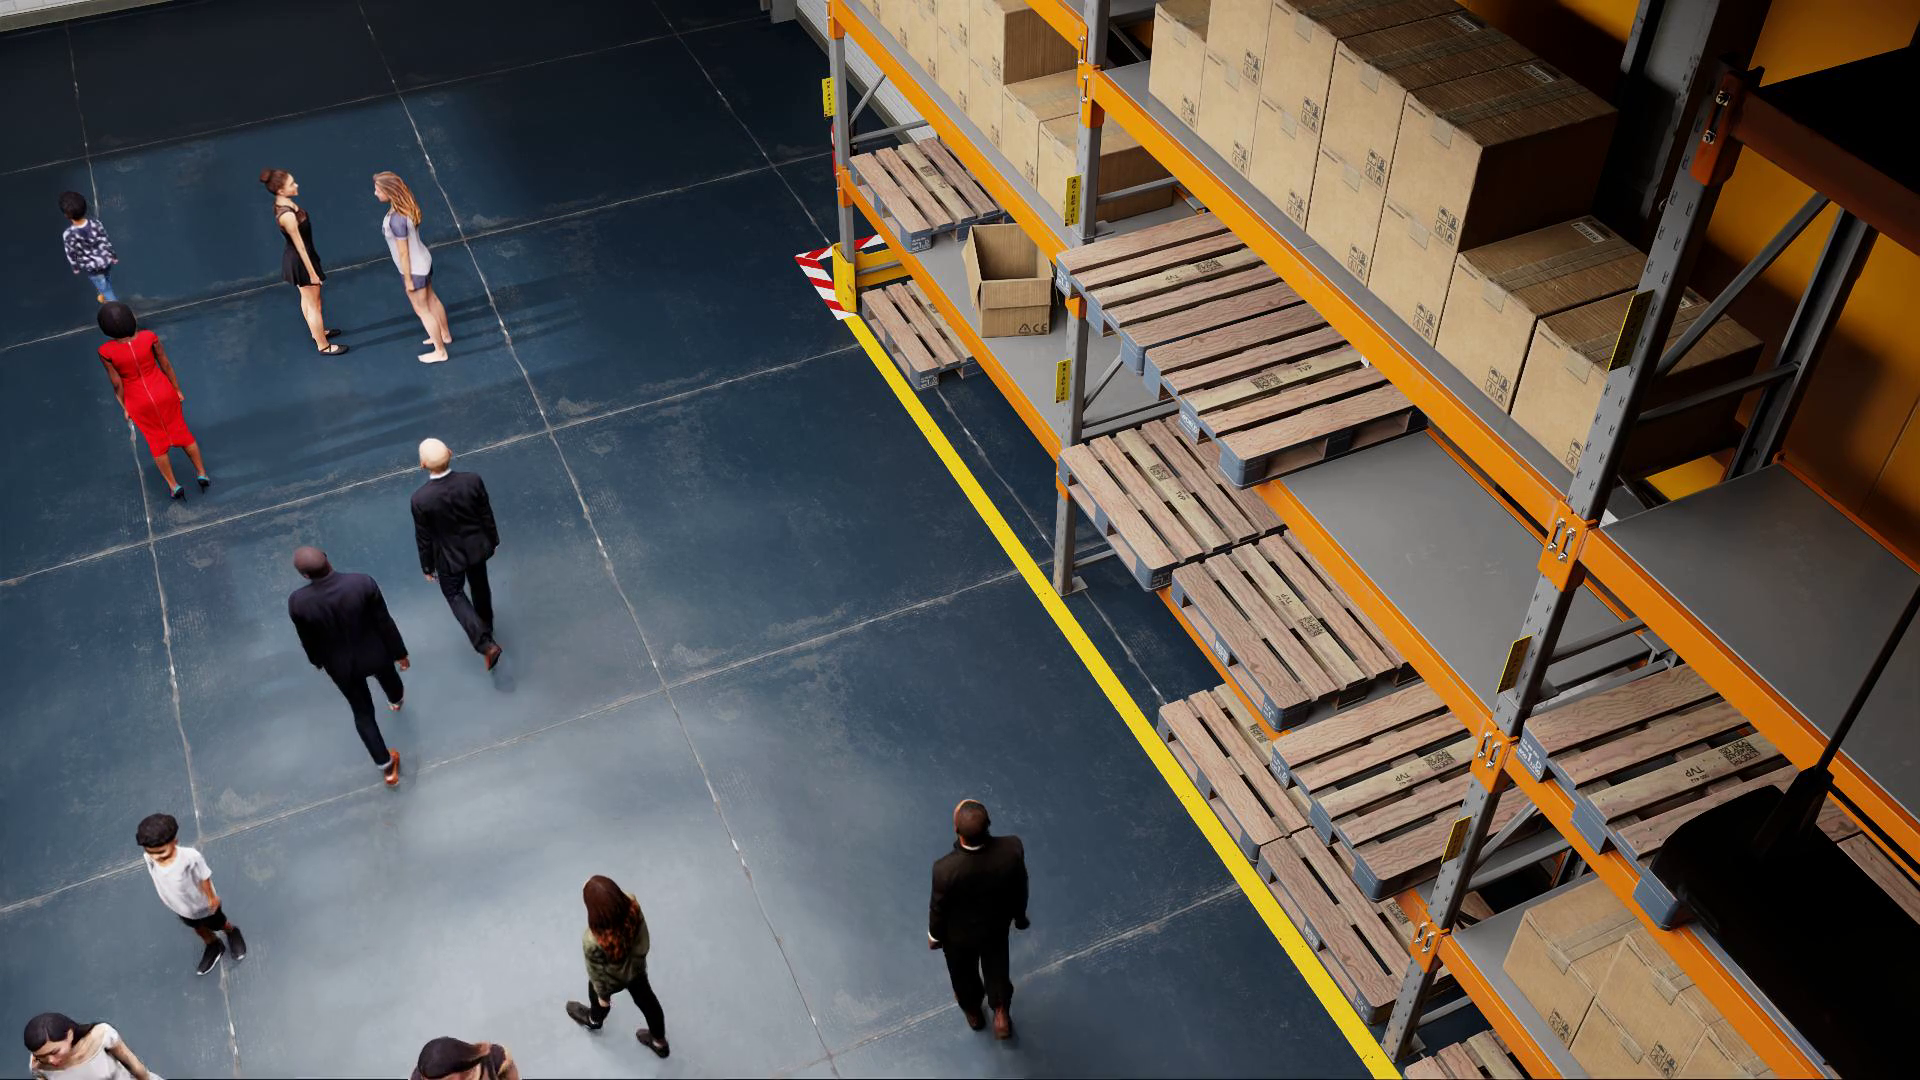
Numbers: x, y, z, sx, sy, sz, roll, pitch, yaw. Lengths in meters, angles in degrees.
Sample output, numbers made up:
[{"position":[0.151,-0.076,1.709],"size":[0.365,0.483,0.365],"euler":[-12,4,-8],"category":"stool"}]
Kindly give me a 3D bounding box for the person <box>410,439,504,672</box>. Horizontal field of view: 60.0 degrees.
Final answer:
[{"position":[-3.246,0.104,10.893],"size":[0.818,1.782,1.076],"euler":[-26,49,-25],"category":"person"}]

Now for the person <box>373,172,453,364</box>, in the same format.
[{"position":[-4.367,-2.204,13.355],"size":[0.719,1.728,0.592],"euler":[-3,44,-4],"category":"person"}]

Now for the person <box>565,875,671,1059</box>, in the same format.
[{"position":[-1.747,2.306,8.821],"size":[0.989,1.452,0.870],"euler":[24,49,23],"category":"person"}]

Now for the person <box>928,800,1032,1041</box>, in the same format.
[{"position":[0.123,2.066,8.747],"size":[0.748,1.900,0.827],"euler":[-14,45,-14],"category":"person"}]

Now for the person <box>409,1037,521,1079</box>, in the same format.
[{"position":[-2.339,2.784,8.150],"size":[0.656,1.686,0.745],"euler":[-20,47,-20],"category":"person"}]

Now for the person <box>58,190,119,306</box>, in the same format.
[{"position":[-7.177,-2.304,13.826],"size":[0.904,1.224,0.717],"euler":[31,52,28],"category":"person"}]

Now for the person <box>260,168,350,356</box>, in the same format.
[{"position":[-5.323,-2.266,13.458],"size":[0.633,1.675,0.492],"euler":[-19,47,-19],"category":"person"}]

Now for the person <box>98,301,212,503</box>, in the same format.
[{"position":[-5.869,-1.004,12.084],"size":[0.610,1.744,0.551],"euler":[-26,50,-25],"category":"person"}]

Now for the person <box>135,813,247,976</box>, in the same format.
[{"position":[-4.326,1.953,9.334],"size":[0.587,1.255,0.641],"euler":[1,44,1],"category":"person"}]

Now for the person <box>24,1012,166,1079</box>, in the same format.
[{"position":[-4.167,2.717,8.176],"size":[0.680,1.746,0.831],"euler":[-26,49,-25],"category":"person"}]

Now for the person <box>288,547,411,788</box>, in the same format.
[{"position":[-3.679,0.805,10.169],"size":[0.791,1.765,1.144],"euler":[-13,45,-13],"category":"person"}]
